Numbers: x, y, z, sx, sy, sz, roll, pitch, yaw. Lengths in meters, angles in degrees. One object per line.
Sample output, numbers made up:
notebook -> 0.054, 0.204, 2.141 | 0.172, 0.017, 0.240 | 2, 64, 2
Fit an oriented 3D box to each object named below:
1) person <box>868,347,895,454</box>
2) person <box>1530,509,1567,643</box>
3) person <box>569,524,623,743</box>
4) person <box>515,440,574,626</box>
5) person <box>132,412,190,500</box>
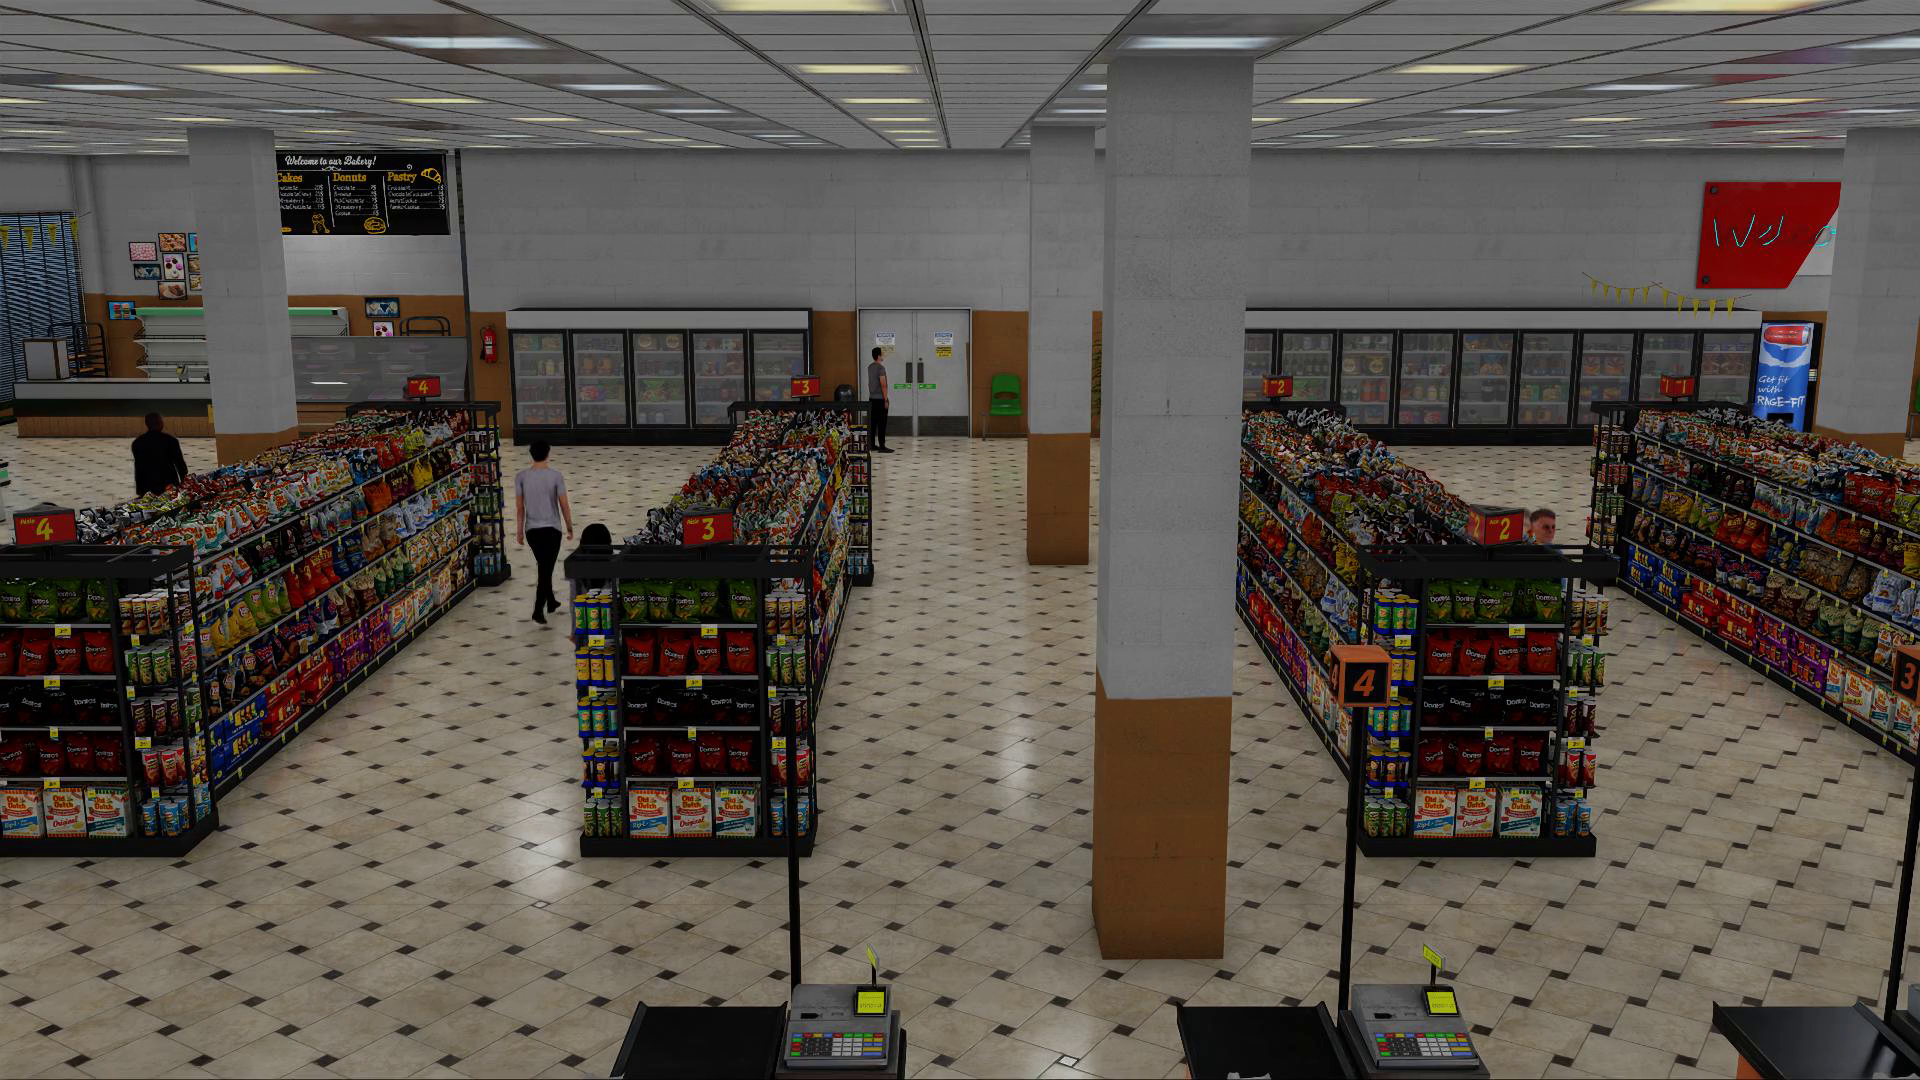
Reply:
person -> -1.366, -2.345, 27.775 | 0.761, 1.755, 0.675 | -9, 15, -36
person -> 4.663, 0.624, 13.552 | 0.717, 1.804, 0.891 | -1, 12, -5
person -> -2.903, 0.749, 13.193 | 0.627, 1.708, 1.116 | 0, 12, -2
person -> -4.207, -0.047, 16.674 | 0.751, 1.831, 1.203 | 1, 12, 6
person -> -9.229, -0.534, 19.132 | 0.847, 1.772, 1.247 | 2, 12, 10
